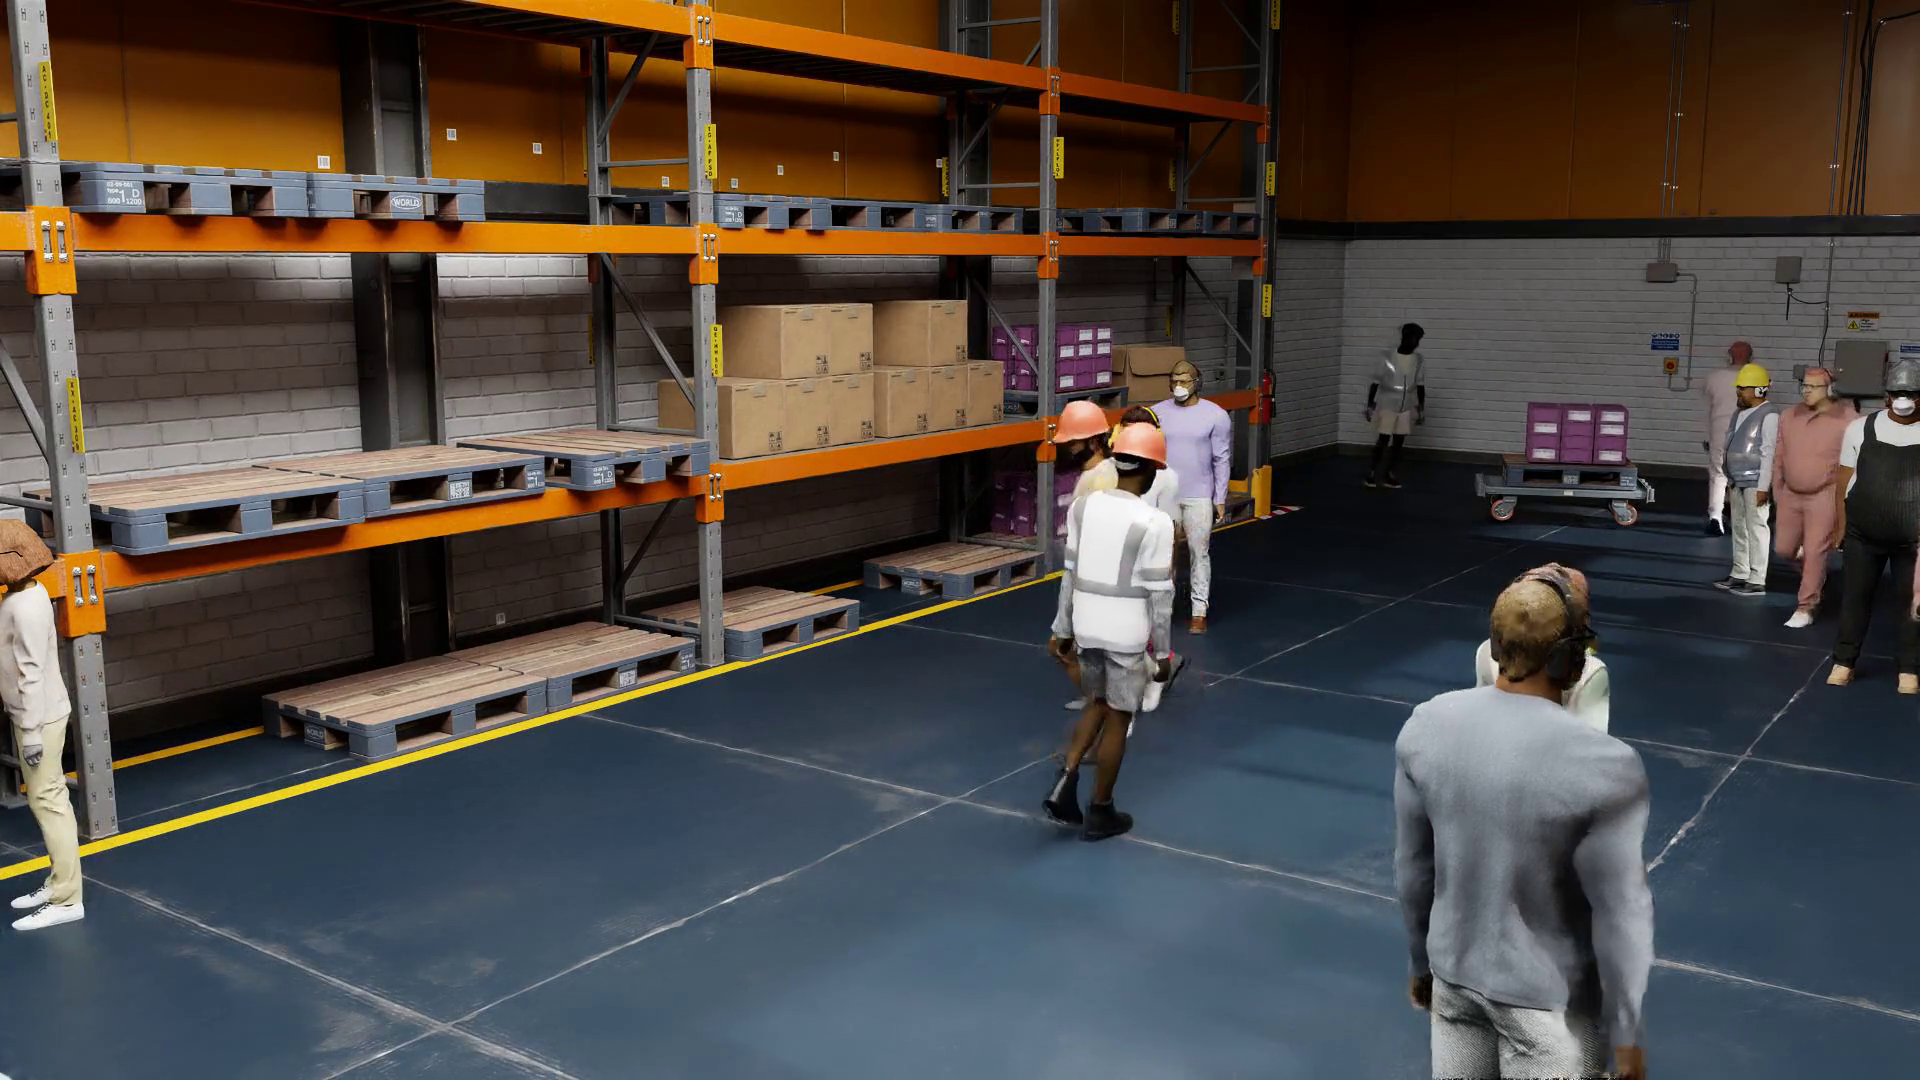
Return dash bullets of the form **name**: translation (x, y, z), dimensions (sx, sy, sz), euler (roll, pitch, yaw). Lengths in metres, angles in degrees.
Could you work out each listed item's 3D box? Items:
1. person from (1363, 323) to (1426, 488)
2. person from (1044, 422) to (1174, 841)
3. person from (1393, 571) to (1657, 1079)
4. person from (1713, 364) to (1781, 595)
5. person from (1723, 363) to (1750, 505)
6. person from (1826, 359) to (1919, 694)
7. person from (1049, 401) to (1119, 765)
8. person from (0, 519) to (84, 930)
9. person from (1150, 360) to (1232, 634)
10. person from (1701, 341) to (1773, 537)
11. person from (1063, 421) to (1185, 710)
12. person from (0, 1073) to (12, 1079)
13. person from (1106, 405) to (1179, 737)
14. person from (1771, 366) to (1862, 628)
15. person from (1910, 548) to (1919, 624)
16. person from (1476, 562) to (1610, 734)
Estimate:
- **person**: translation (5.032, -1.539, 19.139), dimensions (0.635, 1.923, 0.499), euler (-2, 10, -13)
- **person**: translation (0.713, 0.426, 7.501), dimensions (0.586, 1.905, 0.491), euler (9, 13, 42)
- **person**: translation (1.281, 1.031, 3.823), dimensions (0.369, 1.937, 0.645), euler (-7, 12, -36)
- **person**: translation (6.221, -0.474, 13.126), dimensions (0.404, 1.824, 0.586), euler (-1, 10, -4)
- **person**: translation (8.355, -1.227, 17.969), dimensions (0.316, 1.695, 0.542), euler (1, 10, 8)
- **person**: translation (5.682, -0.081, 10.121), dimensions (0.675, 2.000, 0.536), euler (6, 11, 33)
- **person**: translation (0.669, 0.236, 8.624), dimensions (0.427, 1.911, 0.547), euler (-1, 10, -9)
- **person**: translation (-3.674, 0.720, 6.587), dimensions (0.277, 1.629, 0.496), euler (-6, 11, -30)
- **person**: translation (1.583, -0.301, 11.734), dimensions (0.633, 1.938, 0.356), euler (4, 10, 21)
- **person**: translation (7.406, -0.967, 15.911), dimensions (0.642, 1.874, 0.876), euler (5, 11, 27)
- **person**: translation (0.982, 0.130, 9.795), dimensions (0.759, 1.725, 0.532), euler (-2, 10, -12)
- **person**: translation (-2.841, 1.098, 4.408), dimensions (0.509, 1.606, 0.765), euler (8, 13, 40)
- **person**: translation (0.970, 0.159, 9.265), dimensions (0.547, 1.847, 0.775), euler (9, 13, 43)
- **person**: translation (6.180, -0.318, 12.001), dimensions (0.616, 1.890, 0.647), euler (-6, 11, -34)
- **person**: translation (5.358, 0.300, 8.748), dimensions (0.549, 1.722, 0.878), euler (8, 13, 41)
- **person**: translation (2.013, 0.874, 5.662), dimensions (0.674, 1.614, 0.540), euler (-8, 12, -38)
